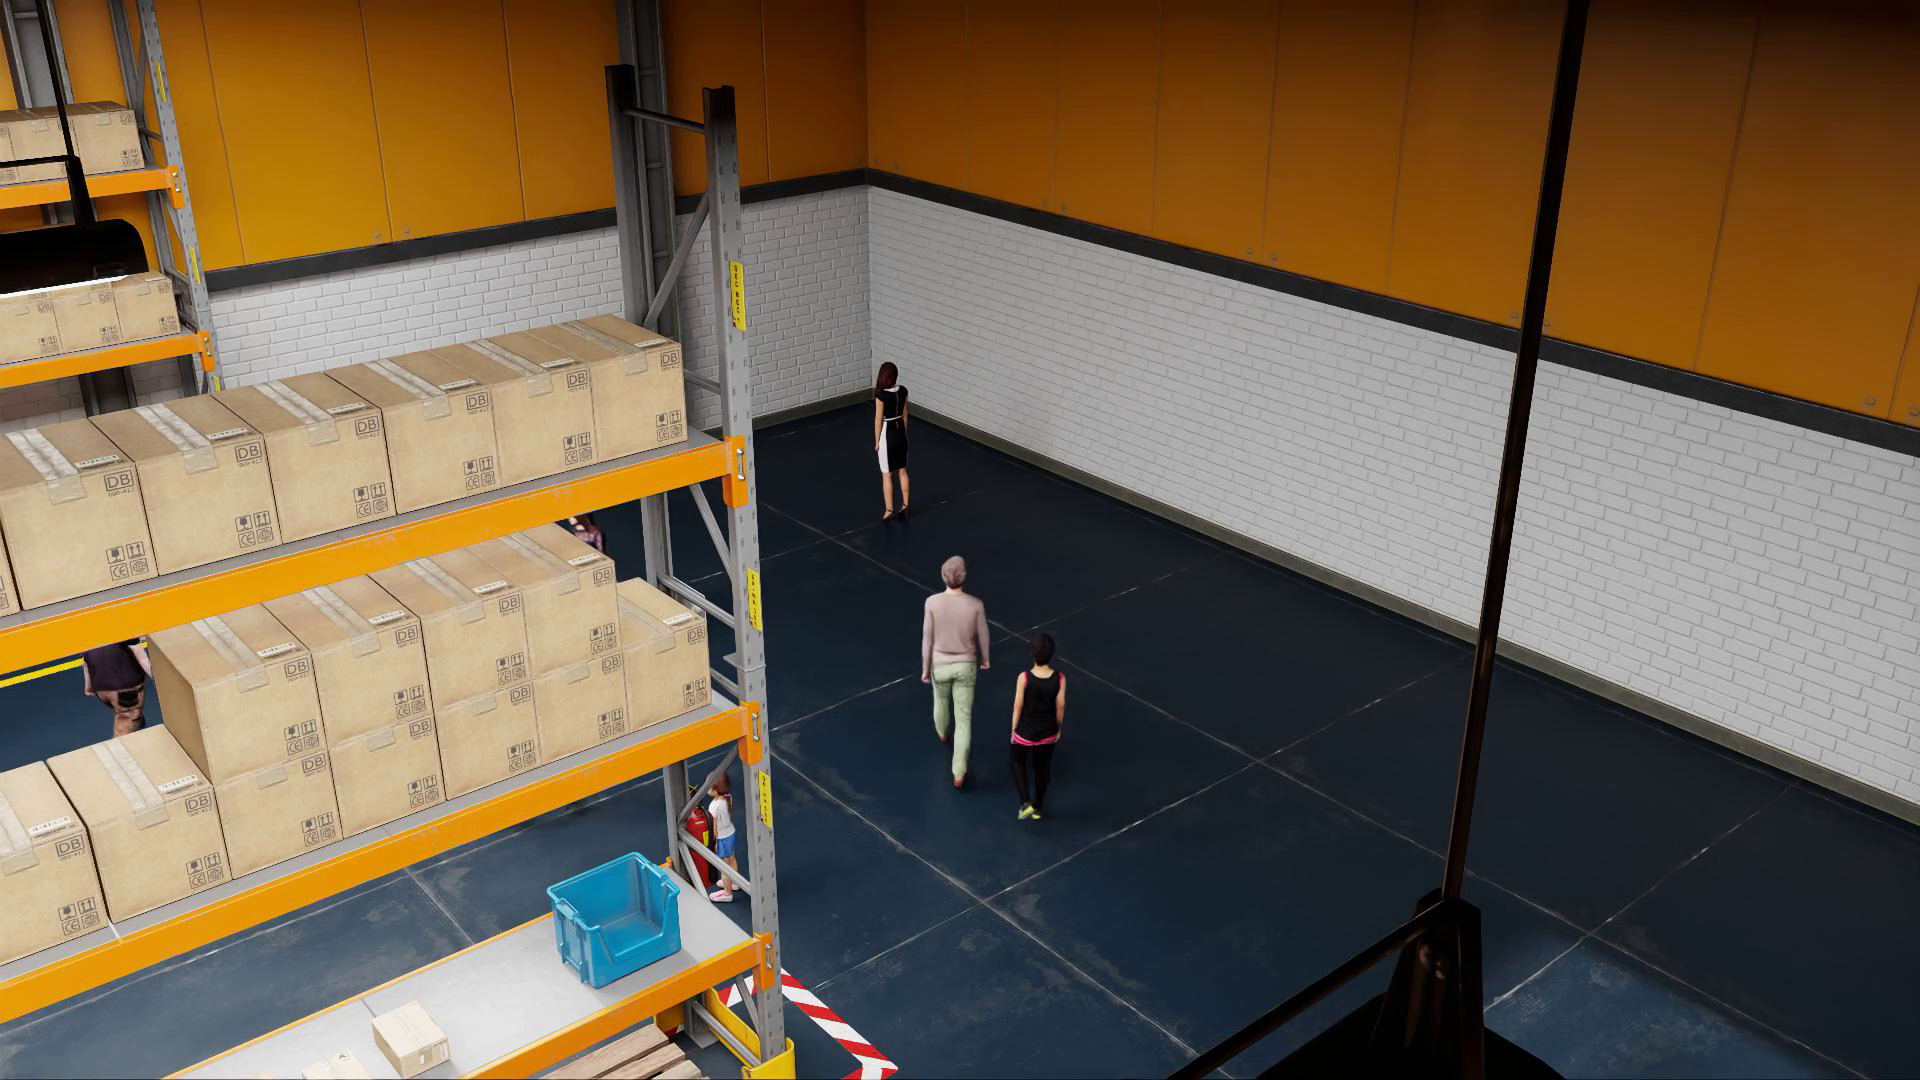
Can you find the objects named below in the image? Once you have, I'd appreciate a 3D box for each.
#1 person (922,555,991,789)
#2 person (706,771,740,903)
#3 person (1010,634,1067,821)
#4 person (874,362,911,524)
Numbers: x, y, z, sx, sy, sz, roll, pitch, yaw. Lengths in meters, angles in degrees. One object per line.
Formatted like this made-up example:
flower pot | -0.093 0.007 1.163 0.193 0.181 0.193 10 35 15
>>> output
person | -0.047 1.079 13.083 1.208 1.828 1.252 1 24 2
person | -1.678 2.085 11.791 0.536 1.018 0.462 5 24 12
person | 0.592 1.465 12.562 0.759 1.537 0.804 -5 24 -10
person | -0.726 -1.059 18.018 0.441 1.793 0.625 -18 29 -35
